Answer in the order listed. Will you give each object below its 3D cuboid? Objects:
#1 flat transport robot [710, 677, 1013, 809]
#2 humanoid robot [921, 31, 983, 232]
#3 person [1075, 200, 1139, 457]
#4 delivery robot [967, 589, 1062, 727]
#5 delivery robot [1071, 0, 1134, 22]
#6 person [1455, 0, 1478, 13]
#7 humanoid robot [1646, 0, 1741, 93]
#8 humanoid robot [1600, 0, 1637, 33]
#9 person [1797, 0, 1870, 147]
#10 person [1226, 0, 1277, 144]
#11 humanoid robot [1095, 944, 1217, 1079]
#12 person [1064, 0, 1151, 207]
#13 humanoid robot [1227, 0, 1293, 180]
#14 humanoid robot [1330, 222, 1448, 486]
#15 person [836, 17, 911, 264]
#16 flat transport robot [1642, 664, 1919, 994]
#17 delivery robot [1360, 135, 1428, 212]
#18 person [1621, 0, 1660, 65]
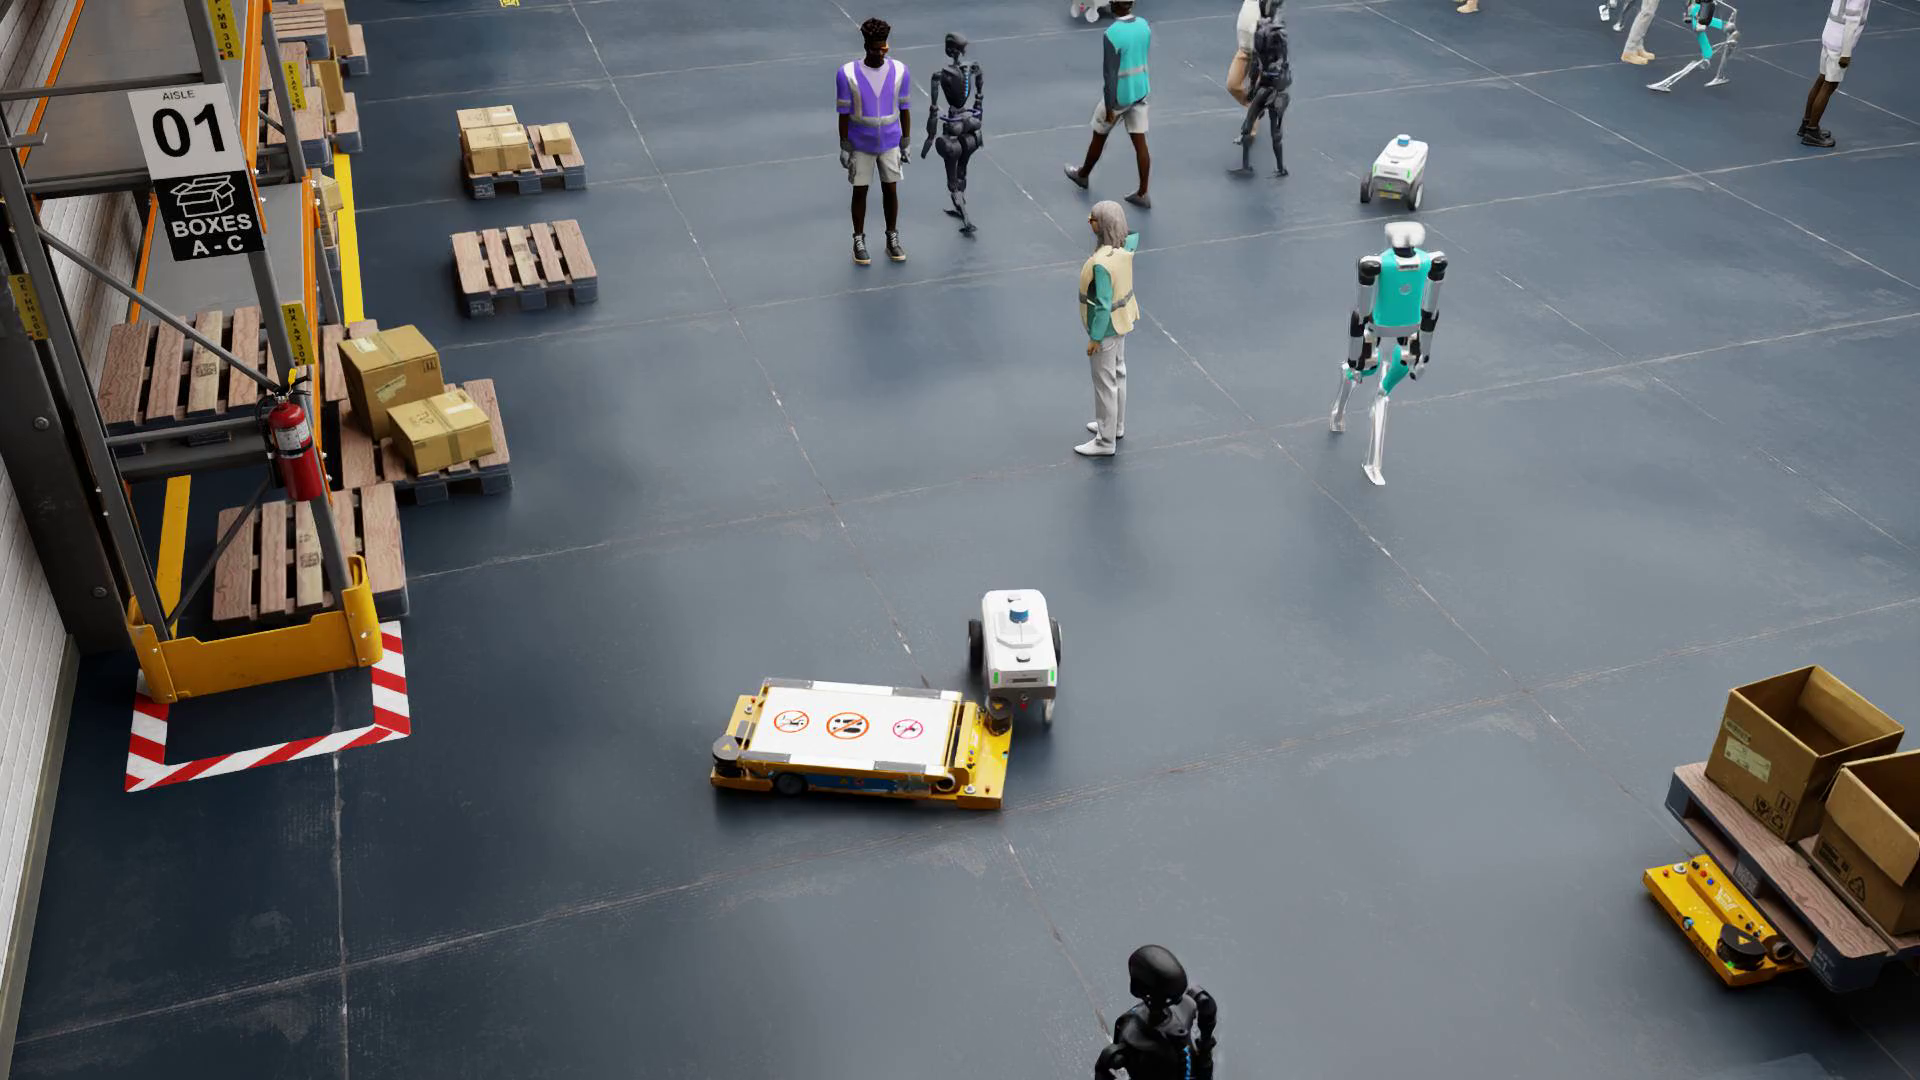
[{"bbox_3d":[-0.474,1.013,8.305,1.431,0.231,0.659,4,33,6],"label":"flat transport robot"},{"bbox_3d":[-0.037,-3.379,13.784,0.599,1.647,0.621,-24,40,-32],"label":"humanoid robot"},{"bbox_3d":[0.945,-1.336,10.586,0.366,1.708,0.470,11,35,17],"label":"person"},{"bbox_3d":[0.302,0.579,8.725,0.499,0.612,0.796,-2,33,-3],"label":"delivery robot"},{"bbox_3d":[1.624,-6.372,19.362,0.524,0.587,0.748,26,41,34],"label":"delivery robot"},{"bbox_3d":[6.058,-7.065,19.370,0.447,1.725,0.627,-9,34,-14],"label":"person"},{"bbox_3d":[7.584,-5.288,16.672,1.037,1.760,0.550,2,33,3],"label":"humanoid robot"},{"bbox_3d":[7.385,-6.456,18.411,0.552,1.732,1.020,8,34,12],"label":"humanoid robot"},{"bbox_3d":[8.207,-4.622,15.432,0.385,1.930,0.542,8,34,12],"label":"person"},{"bbox_3d":[2.731,-4.532,15.528,0.411,1.658,0.484,-18,37,-25],"label":"person"},{"bbox_3d":[0.665,1.998,5.551,0.613,1.634,0.771,-25,41,-33],"label":"humanoid robot"},{"bbox_3d":[1.347,-3.855,14.286,0.536,1.888,0.989,-22,39,-30],"label":"person"},{"bbox_3d":[2.766,-3.992,14.722,0.577,1.654,0.612,-12,35,-18],"label":"humanoid robot"},{"bbox_3d":[2.612,-1.286,10.511,0.556,1.784,0.932,-3,33,-4],"label":"humanoid robot"},{"bbox_3d":[-0.667,-3.145,13.140,0.602,1.958,0.375,-9,34,-14],"label":"person"},{"bbox_3d":[3.889,1.577,7.440,1.431,0.231,0.659,-8,34,-12],"label":"flat transport robot"},{"bbox_3d":[3.835,-3.222,14.555,0.499,0.613,0.796,15,36,21],"label":"delivery robot"},{"bbox_3d":[7.428,-5.969,17.568,0.426,1.855,0.481,22,39,29],"label":"person"}]
